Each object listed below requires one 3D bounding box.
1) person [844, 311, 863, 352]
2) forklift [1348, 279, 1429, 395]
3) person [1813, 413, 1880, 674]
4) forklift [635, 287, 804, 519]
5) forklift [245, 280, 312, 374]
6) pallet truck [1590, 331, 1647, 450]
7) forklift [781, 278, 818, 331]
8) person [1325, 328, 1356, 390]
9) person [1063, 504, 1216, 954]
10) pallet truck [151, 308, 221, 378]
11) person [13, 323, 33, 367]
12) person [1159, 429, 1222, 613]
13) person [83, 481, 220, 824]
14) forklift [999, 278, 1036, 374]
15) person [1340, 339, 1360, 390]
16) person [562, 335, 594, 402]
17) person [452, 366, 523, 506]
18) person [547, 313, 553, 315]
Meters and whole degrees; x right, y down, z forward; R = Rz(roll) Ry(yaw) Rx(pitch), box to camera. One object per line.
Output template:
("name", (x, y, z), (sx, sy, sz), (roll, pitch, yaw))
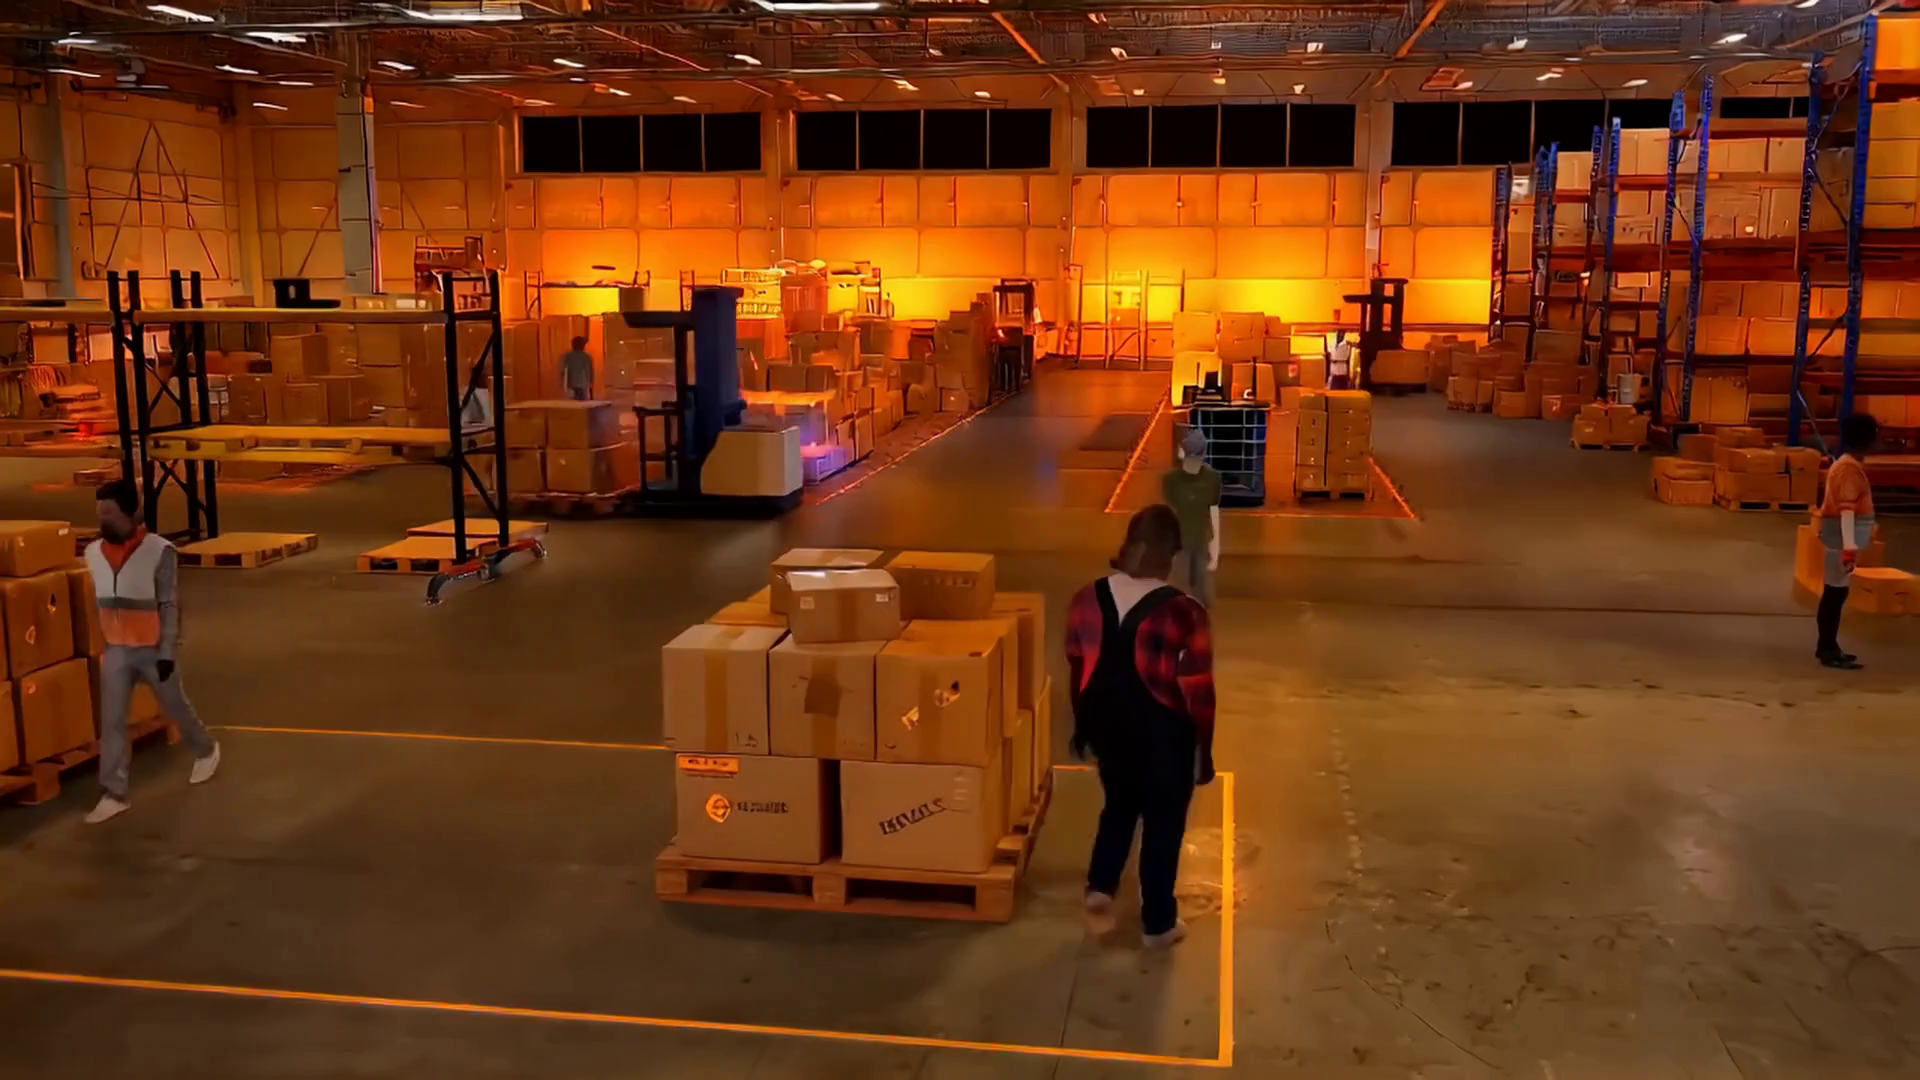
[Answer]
("person", (-2.916, -5.249, 45.188), (0.550, 1.937, 0.360), (-6, 11, -33))
("forklift", (10.461, -4.997, 40.732), (1.129, 2.768, 1.873), (-7, 11, -35))
("person", (6.733, 0.013, 12.645), (0.369, 1.967, 0.601), (4, 10, 23))
("forklift", (-2.959, -1.718, 20.512), (1.873, 2.768, 1.129), (1, 9, 9))
("forklift", (-14.413, -4.233, 36.020), (1.873, 2.768, 1.129), (1, 9, 9))
("pallet truck", (11.253, -2.573, 28.499), (0.823, 1.965, 1.885), (5, 10, 27))
("forklift", (-4.114, -5.349, 42.906), (1.129, 2.768, 1.873), (0, 9, 1))
("person", (7.537, -3.243, 32.911), (0.593, 1.911, 0.385), (9, 13, 43))
("person", (0.830, 0.828, 7.388), (0.711, 2.000, 0.538), (6, 11, 35))
("pallet truck", (-21.869, -5.598, 47.154), (0.823, 1.965, 1.885), (4, 10, 26))
("person", (-19.507, -3.556, 34.741), (0.364, 1.939, 0.542), (-2, 9, -13))
("person", (1.723, 0.066, 12.680), (0.529, 1.856, 0.442), (-1, 9, -7))
("person", (-4.643, 0.576, 9.479), (0.587, 1.873, 0.985), (1, 9, 7))
("forklift", (1.603, -6.205, 48.183), (1.129, 2.768, 1.873), (2, 9, 9))
("person", (8.279, -3.454, 35.144), (0.837, 1.603, 0.515), (-6, 11, -34))
("person", (-6.665, -2.669, 29.386), (0.661, 1.897, 0.957), (3, 10, 20))
("person", (-6.062, -1.285, 21.091), (1.005, 1.834, 0.594), (1, 9, 6))
("person", (-10.570, -4.939, 43.282), (0.366, 1.936, 0.630), (-2, 9, -10))
